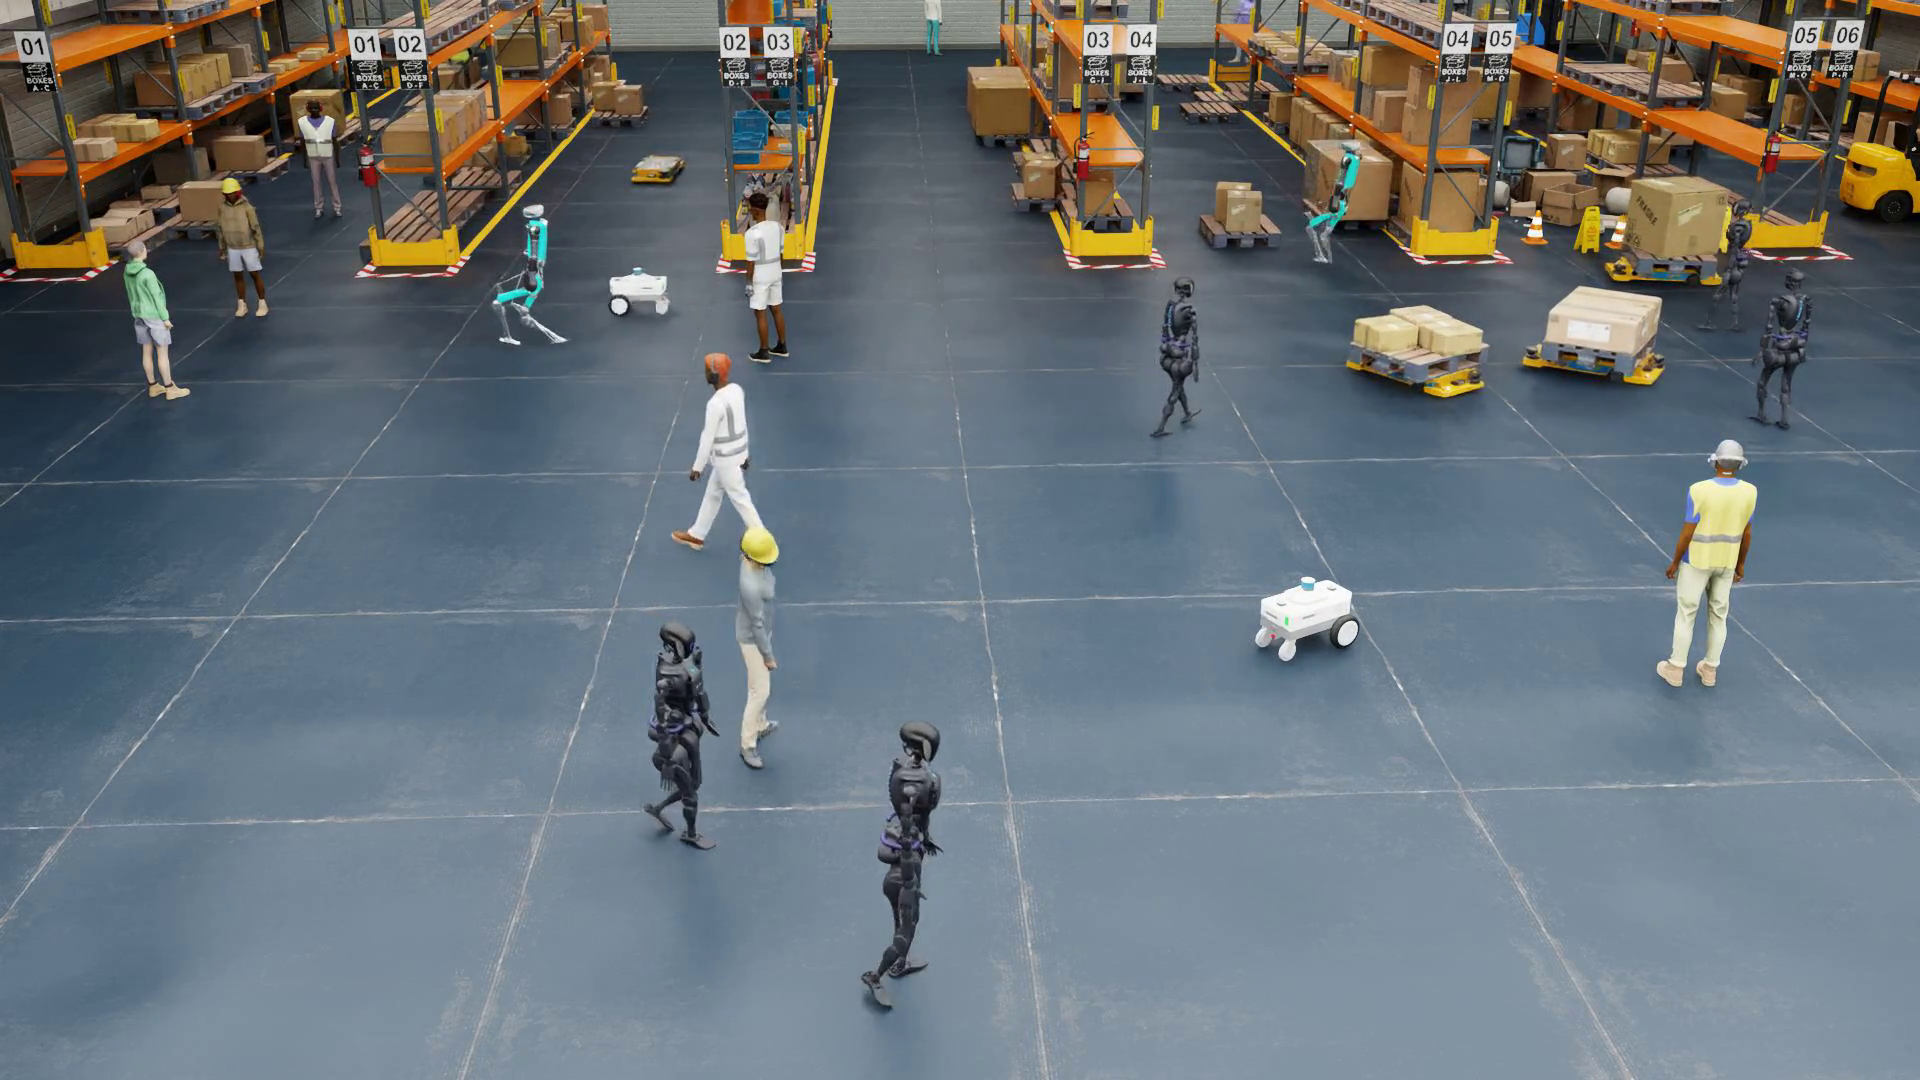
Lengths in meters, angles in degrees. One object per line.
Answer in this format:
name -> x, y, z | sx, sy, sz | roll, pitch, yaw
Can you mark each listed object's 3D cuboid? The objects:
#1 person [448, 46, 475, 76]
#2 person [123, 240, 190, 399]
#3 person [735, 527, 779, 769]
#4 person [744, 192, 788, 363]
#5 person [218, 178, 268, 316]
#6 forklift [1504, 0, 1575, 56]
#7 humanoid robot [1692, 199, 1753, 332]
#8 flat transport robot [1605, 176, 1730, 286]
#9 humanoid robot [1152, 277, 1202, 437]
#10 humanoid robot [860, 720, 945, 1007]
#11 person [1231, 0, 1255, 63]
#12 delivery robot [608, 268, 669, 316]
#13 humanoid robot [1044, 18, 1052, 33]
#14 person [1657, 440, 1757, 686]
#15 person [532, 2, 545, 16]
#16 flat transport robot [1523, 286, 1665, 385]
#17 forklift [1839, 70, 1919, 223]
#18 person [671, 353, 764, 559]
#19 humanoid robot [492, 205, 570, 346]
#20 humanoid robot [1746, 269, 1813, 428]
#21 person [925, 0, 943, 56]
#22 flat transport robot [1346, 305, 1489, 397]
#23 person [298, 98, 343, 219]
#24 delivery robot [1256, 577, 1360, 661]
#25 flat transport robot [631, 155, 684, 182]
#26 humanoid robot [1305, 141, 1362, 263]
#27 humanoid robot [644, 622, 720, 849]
person -> -10.934, -10.498, 36.359 | 0.584, 1.638, 0.852 | -10, 26, -21
person -> -8.764, -2.376, 18.000 | 0.472, 1.743, 0.347 | 11, 26, 22
person -> -1.350, 0.657, 11.216 | 0.323, 1.722, 0.646 | -2, 24, -5
person -> -2.259, -3.039, 19.236 | 0.370, 1.955, 0.602 | 17, 29, 33
person -> -9.037, -3.692, 20.941 | 0.550, 1.756, 0.413 | 0, 24, 0
forklift -> 14.700, -13.805, 42.301 | 1.873, 2.768, 1.129 | -1, 24, -2
humanoid robot -> 9.380, -3.353, 20.290 | 0.649, 1.629, 0.589 | 10, 26, 22
flat transport robot -> 9.636, -3.684, 22.751 | 1.431, 0.231, 0.659 | 4, 24, 9
humanoid robot -> 2.281, -1.896, 17.042 | 0.758, 1.623, 0.608 | -13, 27, -27
humanoid robot -> -0.316, 1.696, 8.938 | 0.432, 1.648, 0.591 | 3, 24, 7
person -> 7.080, -12.755, 41.305 | 0.677, 1.766, 0.370 | -2, 24, -4
delivery robot -> -4.124, -3.169, 21.258 | 0.808, 0.607, 0.499 | -2, 24, -4
humanoid robot -> 2.328, -12.978, 41.664 | 0.735, 1.677, 0.533 | 5, 24, 10
person -> 5.431, 0.187, 12.059 | 0.545, 1.890, 0.383 | 1, 24, 2
person -> -10.410, -12.657, 40.952 | 0.504, 1.864, 0.366 | 1, 24, 2
flat transport robot -> 7.284, -2.062, 19.105 | 1.431, 0.231, 0.659 | 15, 28, 30
forklift -> 15.132, -6.143, 25.915 | 2.313, 2.155, 1.214 | -1, 24, -2
person -> -2.038, -0.698, 14.118 | 0.987, 1.830, 0.576 | 4, 24, 9
humanoid robot -> -5.186, -3.062, 19.586 | 1.033, 1.745, 0.543 | -1, 24, -3
humanoid robot -> 8.518, -1.986, 17.207 | 0.613, 1.648, 0.460 | -7, 25, -16
person -> -0.668, -13.287, 42.486 | 0.524, 1.768, 0.306 | 19, 30, 36
flat transport robot -> 5.127, -1.923, 18.792 | 0.659, 0.231, 1.431 | -17, 29, -33
person -> -9.952, -5.956, 25.917 | 0.566, 1.845, 0.390 | -7, 25, -15
delivery robot -> 2.682, 0.579, 12.843 | 0.811, 0.614, 0.499 | -14, 28, -29
flat transport robot -> -5.264, -6.465, 28.998 | 0.659, 0.231, 1.431 | 1, 24, 1
humanoid robot -> 5.138, -4.640, 23.190 | 0.770, 1.867, 0.539 | 15, 28, 30
humanoid robot -> -1.771, 1.169, 10.135 | 0.545, 1.623, 0.619 | 9, 25, 19
